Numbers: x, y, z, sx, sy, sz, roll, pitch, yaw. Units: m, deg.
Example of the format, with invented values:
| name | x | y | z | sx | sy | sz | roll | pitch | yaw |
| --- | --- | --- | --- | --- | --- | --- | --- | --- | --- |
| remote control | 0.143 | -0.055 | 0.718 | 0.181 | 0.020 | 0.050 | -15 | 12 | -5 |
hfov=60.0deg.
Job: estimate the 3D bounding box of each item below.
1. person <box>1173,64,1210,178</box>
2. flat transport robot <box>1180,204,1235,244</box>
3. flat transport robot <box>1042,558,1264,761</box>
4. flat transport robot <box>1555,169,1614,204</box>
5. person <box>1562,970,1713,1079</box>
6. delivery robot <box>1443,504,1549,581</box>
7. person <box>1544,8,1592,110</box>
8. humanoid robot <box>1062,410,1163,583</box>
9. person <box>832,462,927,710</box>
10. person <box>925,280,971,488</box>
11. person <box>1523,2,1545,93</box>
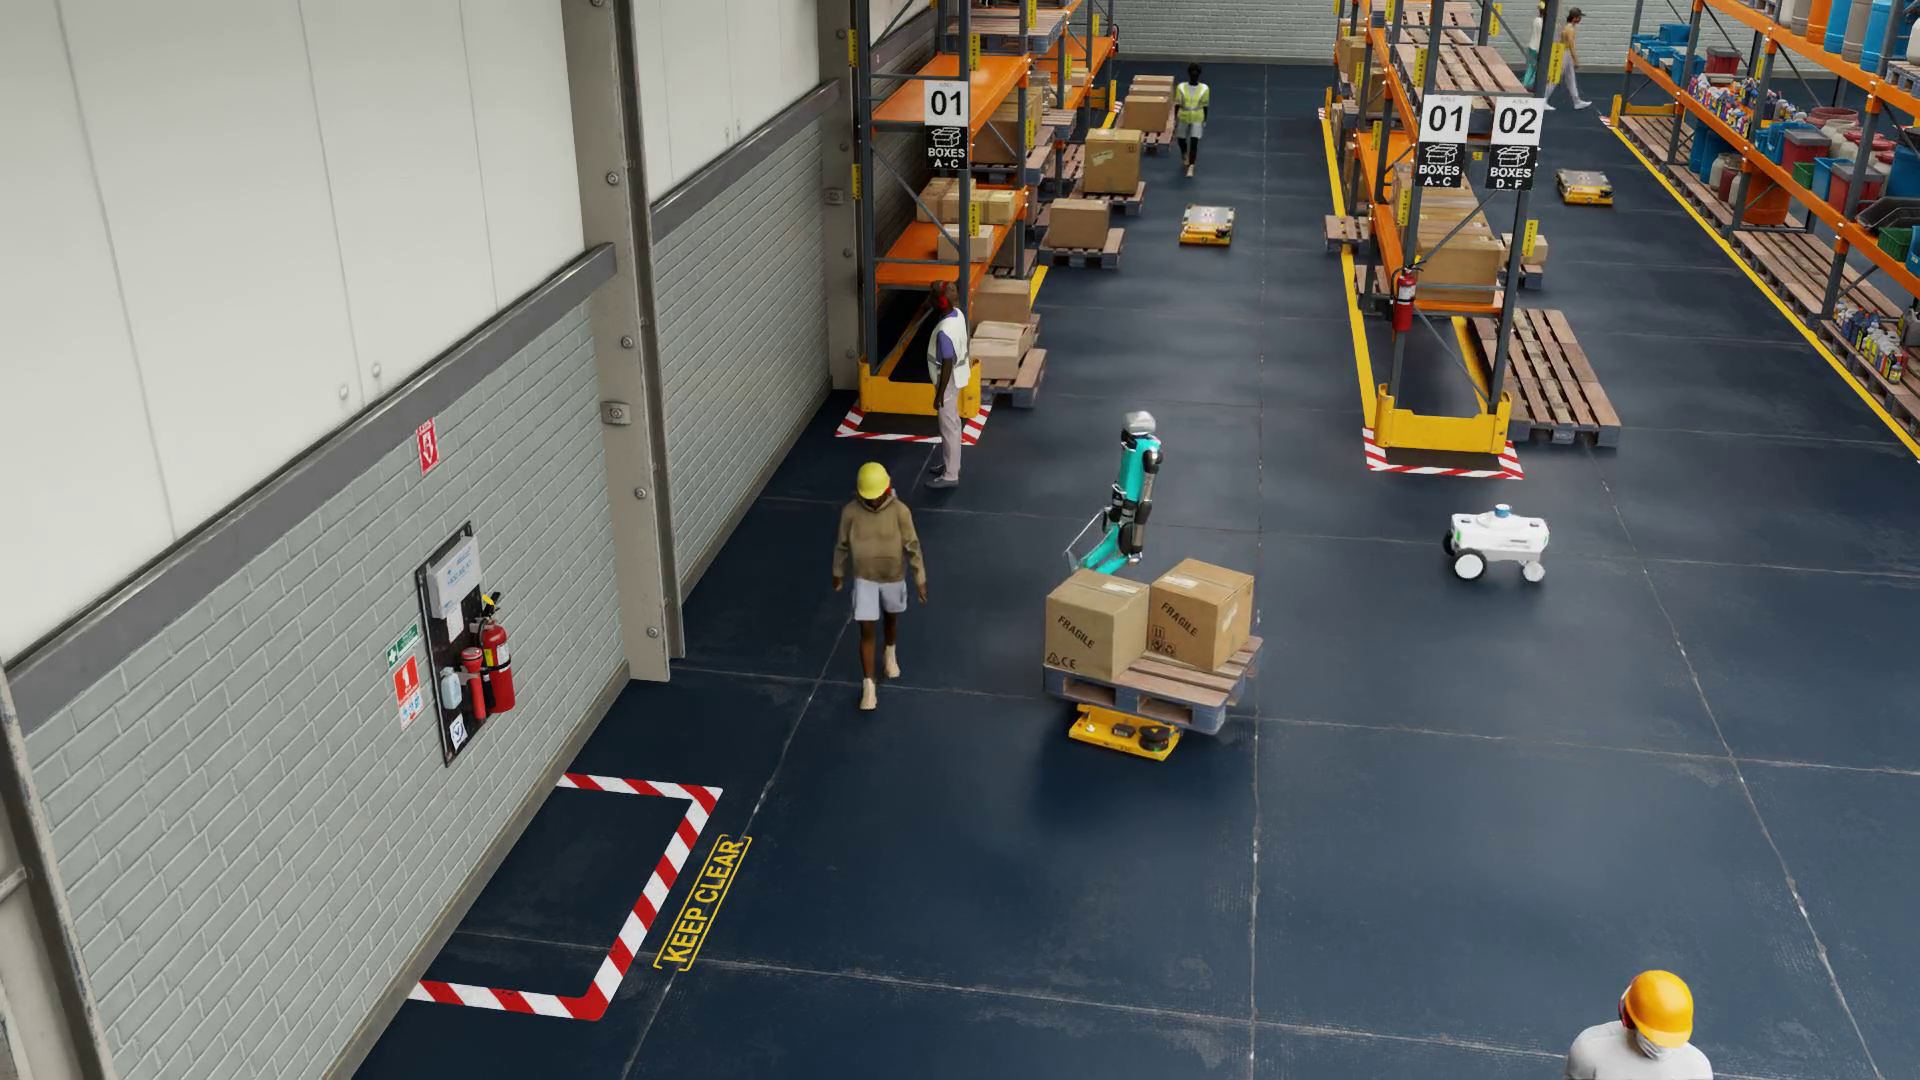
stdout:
| name | x | y | z | sx | sy | sz | roll | pitch | yaw |
| --- | --- | --- | --- | --- | --- | --- | --- | --- | --- |
| person | 3.547 | -6.464 | 25.511 | 0.534 | 1.677 | 0.693 | 6 | 26 | 12 |
| flat transport robot | 3.357 | -4.276 | 22.510 | 0.659 | 0.231 | 1.431 | 5 | 25 | 10 |
| flat transport robot | 1.310 | 1.009 | 11.199 | 0.659 | 0.231 | 1.431 | 12 | 28 | 24 |
| flat transport robot | 9.189 | -5.210 | 24.508 | 0.659 | 0.231 | 1.431 | 5 | 26 | 11 |
| person | 2.499 | 2.396 | 6.322 | 0.569 | 1.889 | 0.389 | 8 | 26 | 16 |
| delivery robot | 4.175 | 0.010 | 13.001 | 0.775 | 0.596 | 0.499 | 3 | 25 | 7 |
| person | 11.069 | -8.705 | 30.169 | 0.953 | 1.813 | 0.499 | 8 | 26 | 17 |
| humanoid robot | 1.007 | -0.049 | 11.659 | 0.739 | 1.727 | 0.531 | -7 | 26 | -14 |
| person | -0.536 | 0.266 | 11.085 | 0.632 | 1.701 | 0.897 | -1 | 25 | -2 |
| person | -0.106 | -1.351 | 14.385 | 0.390 | 1.846 | 0.565 | 3 | 25 | 6 |
| person | 10.973 | -9.329 | 31.563 | 0.425 | 1.748 | 0.541 | -1 | 25 | -2 |
